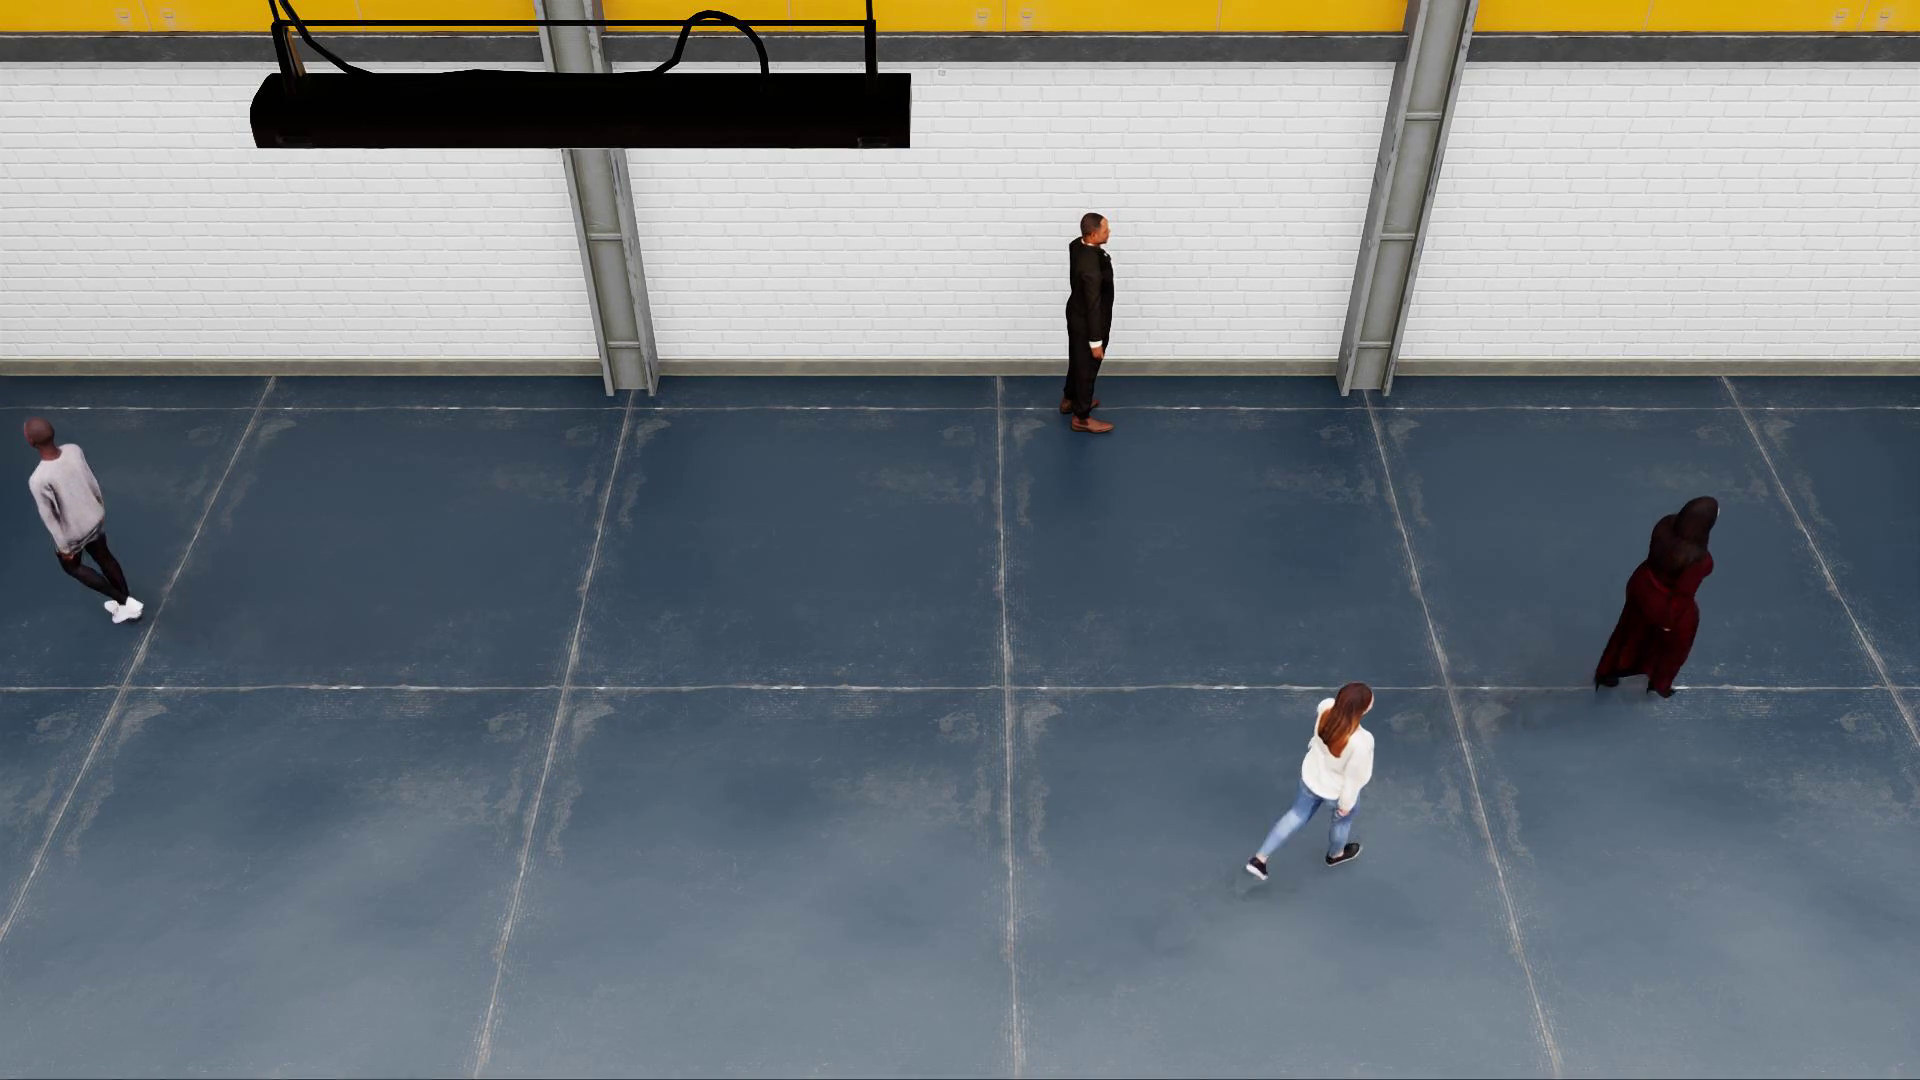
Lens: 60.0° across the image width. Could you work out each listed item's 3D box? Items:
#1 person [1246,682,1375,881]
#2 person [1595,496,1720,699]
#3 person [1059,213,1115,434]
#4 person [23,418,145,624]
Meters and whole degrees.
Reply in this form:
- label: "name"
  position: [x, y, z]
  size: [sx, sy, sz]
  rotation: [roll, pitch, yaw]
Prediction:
- label: "person"
  position: [2.075, 1.430, 9.621]
  size: [1.140, 1.674, 0.934]
  rotation: [-21, 47, -20]
- label: "person"
  position: [4.404, 0.405, 10.651]
  size: [0.839, 1.738, 0.778]
  rotation: [-13, 45, -13]
- label: "person"
  position: [0.971, -1.670, 12.709]
  size: [0.674, 1.905, 0.728]
  rotation: [-7, 44, -8]
- label: "person"
  position: [-5.821, -0.082, 11.148]
  size: [0.746, 1.758, 0.716]
  rotation: [12, 45, 12]
